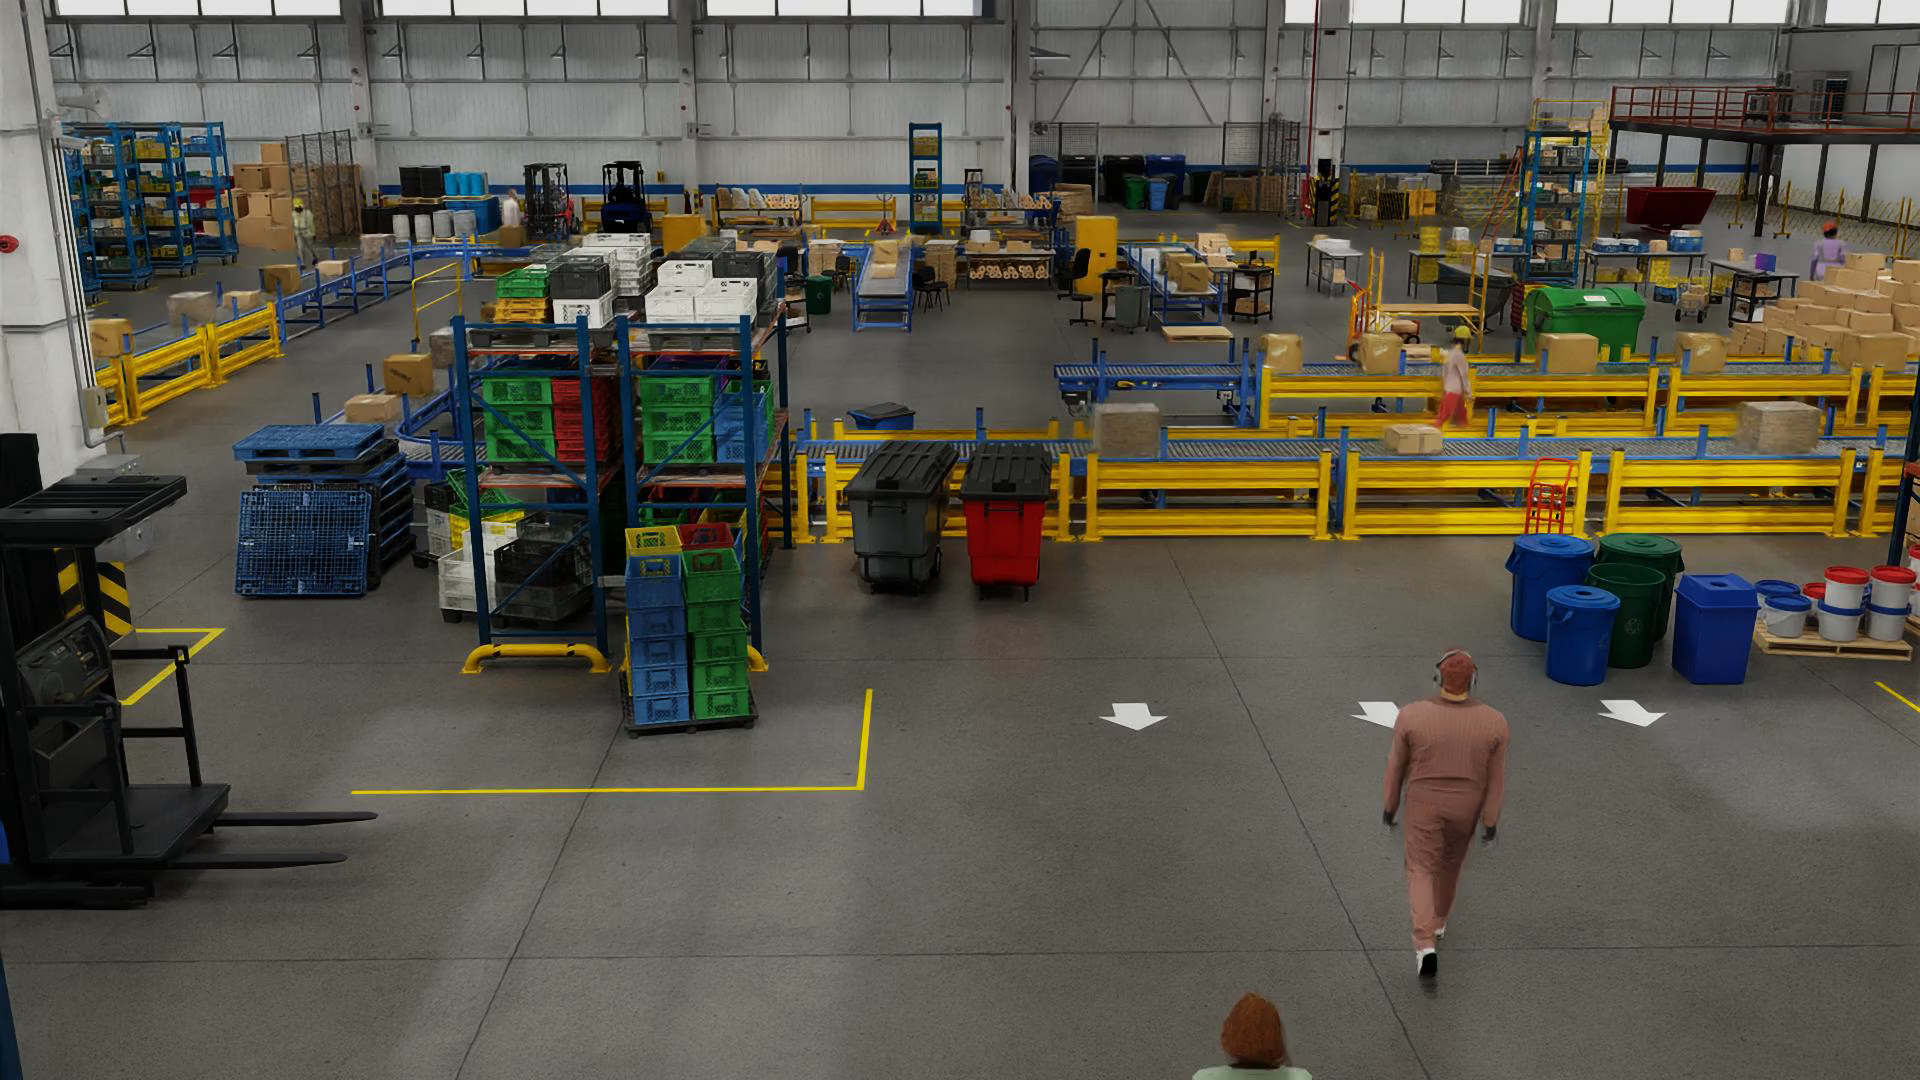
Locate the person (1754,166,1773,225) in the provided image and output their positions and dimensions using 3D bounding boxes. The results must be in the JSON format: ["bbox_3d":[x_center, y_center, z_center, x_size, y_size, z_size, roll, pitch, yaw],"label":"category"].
[{"bbox_3d":[25.763,-11.038,53.235,0.583,1.879,0.347,-8,18,-25],"label":"person"}]

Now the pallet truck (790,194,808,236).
[{"bbox_3d":[-4.814,-9.883,50.259,0.704,1.261,1.522,-1,16,-3],"label":"pallet truck"}]

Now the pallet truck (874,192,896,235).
[{"bbox_3d":[-2.277,-9.986,50.594,0.653,1.274,1.630,0,16,-1],"label":"pallet truck"}]

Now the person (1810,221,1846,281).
[{"bbox_3d":[17.353,-5.346,33.235,0.624,2.007,0.895,3,16,10],"label":"person"}]

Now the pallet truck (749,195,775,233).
[{"bbox_3d":[-6.051,-9.967,50.660,0.680,1.201,1.601,0,16,-1],"label":"pallet truck"}]

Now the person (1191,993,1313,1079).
[{"bbox_3d":[1.142,2.515,6.626,0.519,1.581,0.860,0,16,1],"label":"person"}]

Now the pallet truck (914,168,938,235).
[{"bbox_3d":[-0.989,-10.316,50.507,0.823,1.965,1.885,1,16,3],"label":"pallet truck"}]

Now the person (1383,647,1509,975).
[{"bbox_3d":[2.767,1.535,9.538,0.654,1.876,0.882,2,16,8],"label":"person"}]

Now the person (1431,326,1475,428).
[{"bbox_3d":[6.571,-1.971,22.006,0.923,1.718,0.527,1,16,5],"label":"person"}]

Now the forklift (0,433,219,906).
[{"bbox_3d":[-5.952,0.780,10.366,1.873,2.768,1.129,0,16,-1],"label":"forklift"}]

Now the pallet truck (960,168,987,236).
[{"bbox_3d":[0.383,-10.230,50.206,0.823,1.965,1.885,-1,16,-3],"label":"pallet truck"}]

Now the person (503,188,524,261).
[{"bbox_3d":[-11.667,-8.184,43.277,0.528,1.895,0.647,-12,20,-37],"label":"person"}]

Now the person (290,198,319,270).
[{"bbox_3d":[-16.492,-7.737,41.910,0.615,1.797,0.742,1,16,3],"label":"person"}]

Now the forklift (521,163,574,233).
[{"bbox_3d":[-12.233,-10.122,49.298,1.157,1.987,2.680,0,16,-1],"label":"forklift"}]

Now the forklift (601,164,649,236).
[{"bbox_3d":[-9.948,-10.127,49.296,1.157,1.987,2.680,-1,16,-3],"label":"forklift"}]
